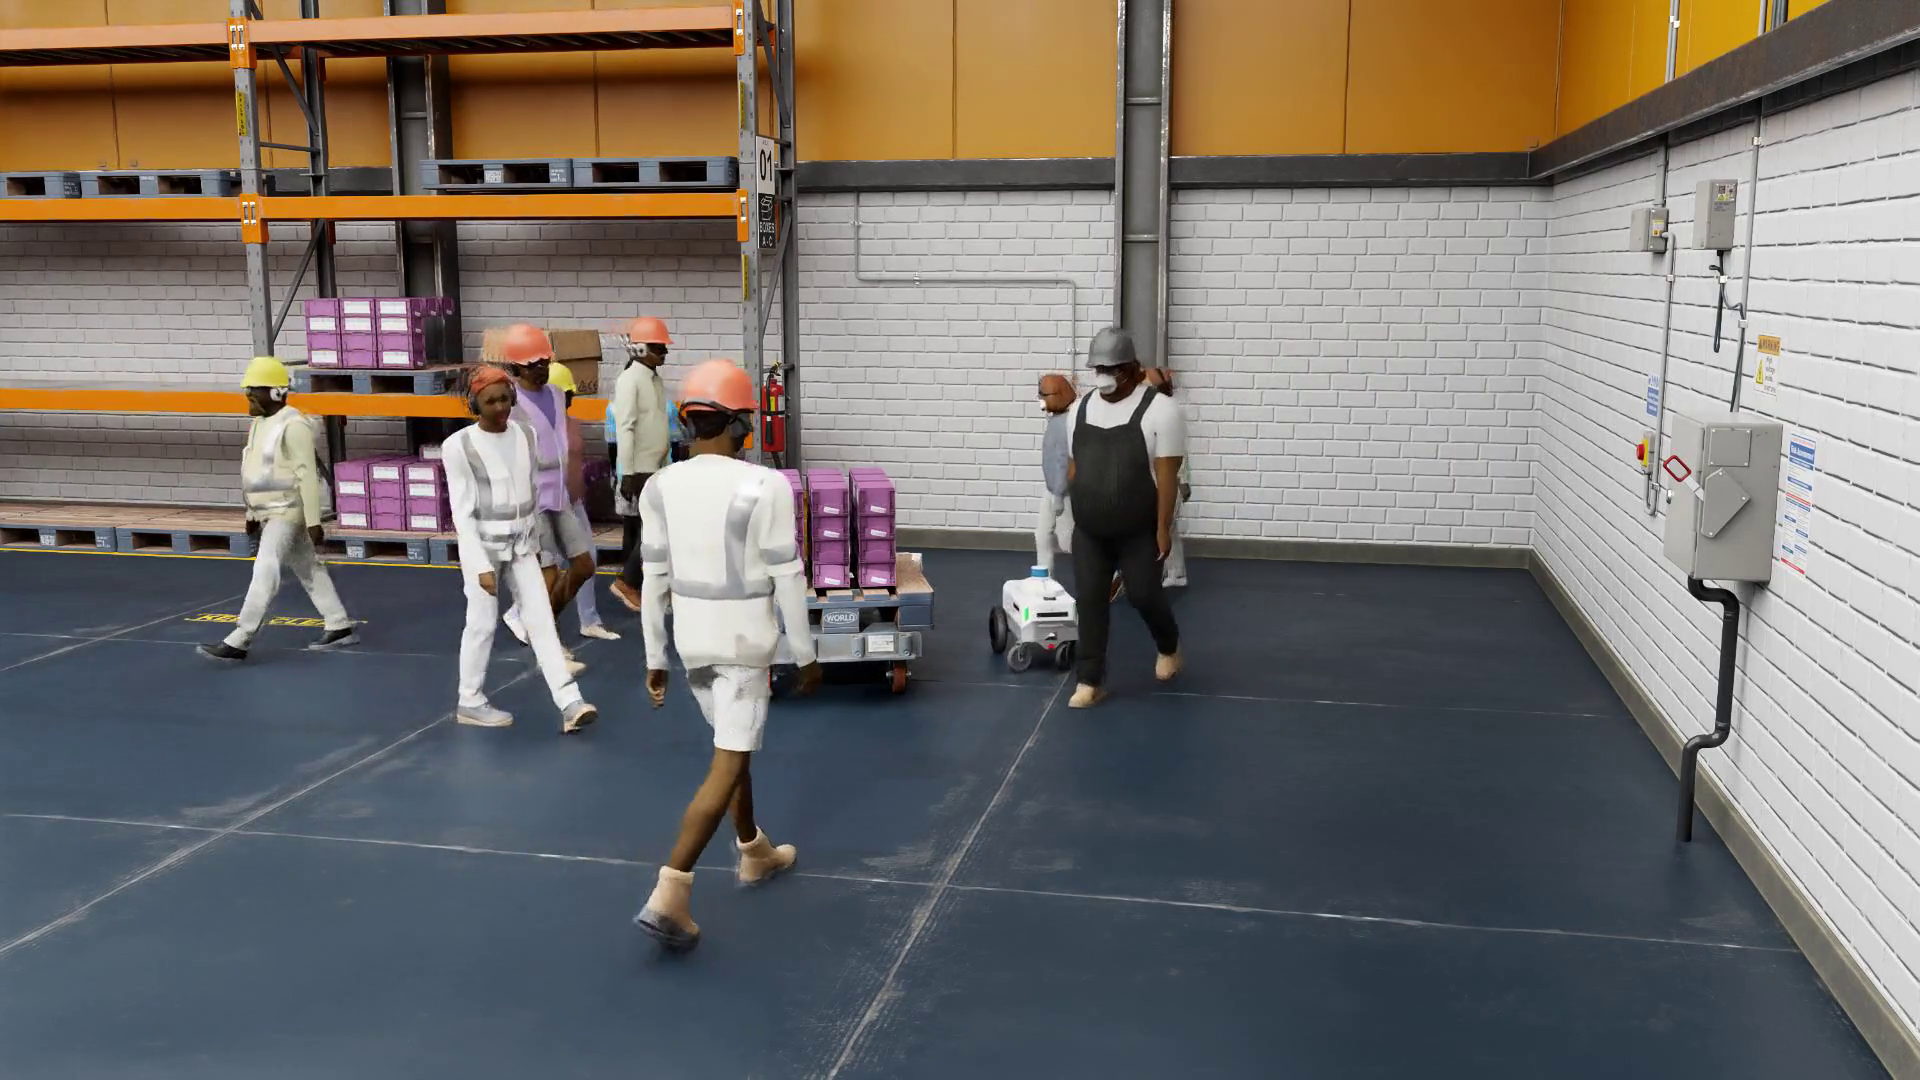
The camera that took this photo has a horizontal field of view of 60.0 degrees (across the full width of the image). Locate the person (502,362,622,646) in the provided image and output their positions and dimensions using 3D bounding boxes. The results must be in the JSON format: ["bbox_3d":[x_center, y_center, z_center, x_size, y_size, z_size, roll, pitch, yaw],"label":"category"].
[{"bbox_3d":[-2.464,-0.215,10.113,0.557,1.740,0.523,4,10,23],"label":"person"}]

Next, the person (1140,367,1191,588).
[{"bbox_3d":[1.392,-0.408,11.677,0.617,1.606,0.539,-4,10,-21],"label":"person"}]

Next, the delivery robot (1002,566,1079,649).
[{"bbox_3d":[0.468,0.394,9.718,0.477,0.478,0.707,-1,10,-9],"label":"delivery robot"}]

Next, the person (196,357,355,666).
[{"bbox_3d":[-4.023,-0.178,9.743,0.954,1.781,0.614,-8,12,-40],"label":"person"}]

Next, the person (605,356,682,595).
[{"bbox_3d":[-2.204,-0.449,11.642,0.533,1.699,0.319,0,9,1],"label":"person"}]

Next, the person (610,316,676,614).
[{"bbox_3d":[-2.039,-0.474,10.938,0.439,1.979,0.647,1,10,8],"label":"person"}]

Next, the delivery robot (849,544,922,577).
[{"bbox_3d":[-0.609,0.202,10.877,0.707,0.478,0.477,1,9,3],"label":"delivery robot"}]

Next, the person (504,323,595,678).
[{"bbox_3d":[-2.296,-0.196,9.197,0.411,1.999,0.658,4,10,21],"label":"person"}]

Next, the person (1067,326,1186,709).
[{"bbox_3d":[0.887,-0.155,8.843,0.681,2.000,0.803,5,11,29],"label":"person"}]

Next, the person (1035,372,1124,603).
[{"bbox_3d":[0.750,-0.317,11.133,0.695,1.610,0.514,-2,10,-10],"label":"person"}]

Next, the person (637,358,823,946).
[{"bbox_3d":[-0.862,0.368,5.831,0.610,2.005,1.015,6,11,31],"label":"person"}]

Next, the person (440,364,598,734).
[{"bbox_3d":[-2.191,0.067,8.119,0.931,1.841,0.622,6,11,34],"label":"person"}]
